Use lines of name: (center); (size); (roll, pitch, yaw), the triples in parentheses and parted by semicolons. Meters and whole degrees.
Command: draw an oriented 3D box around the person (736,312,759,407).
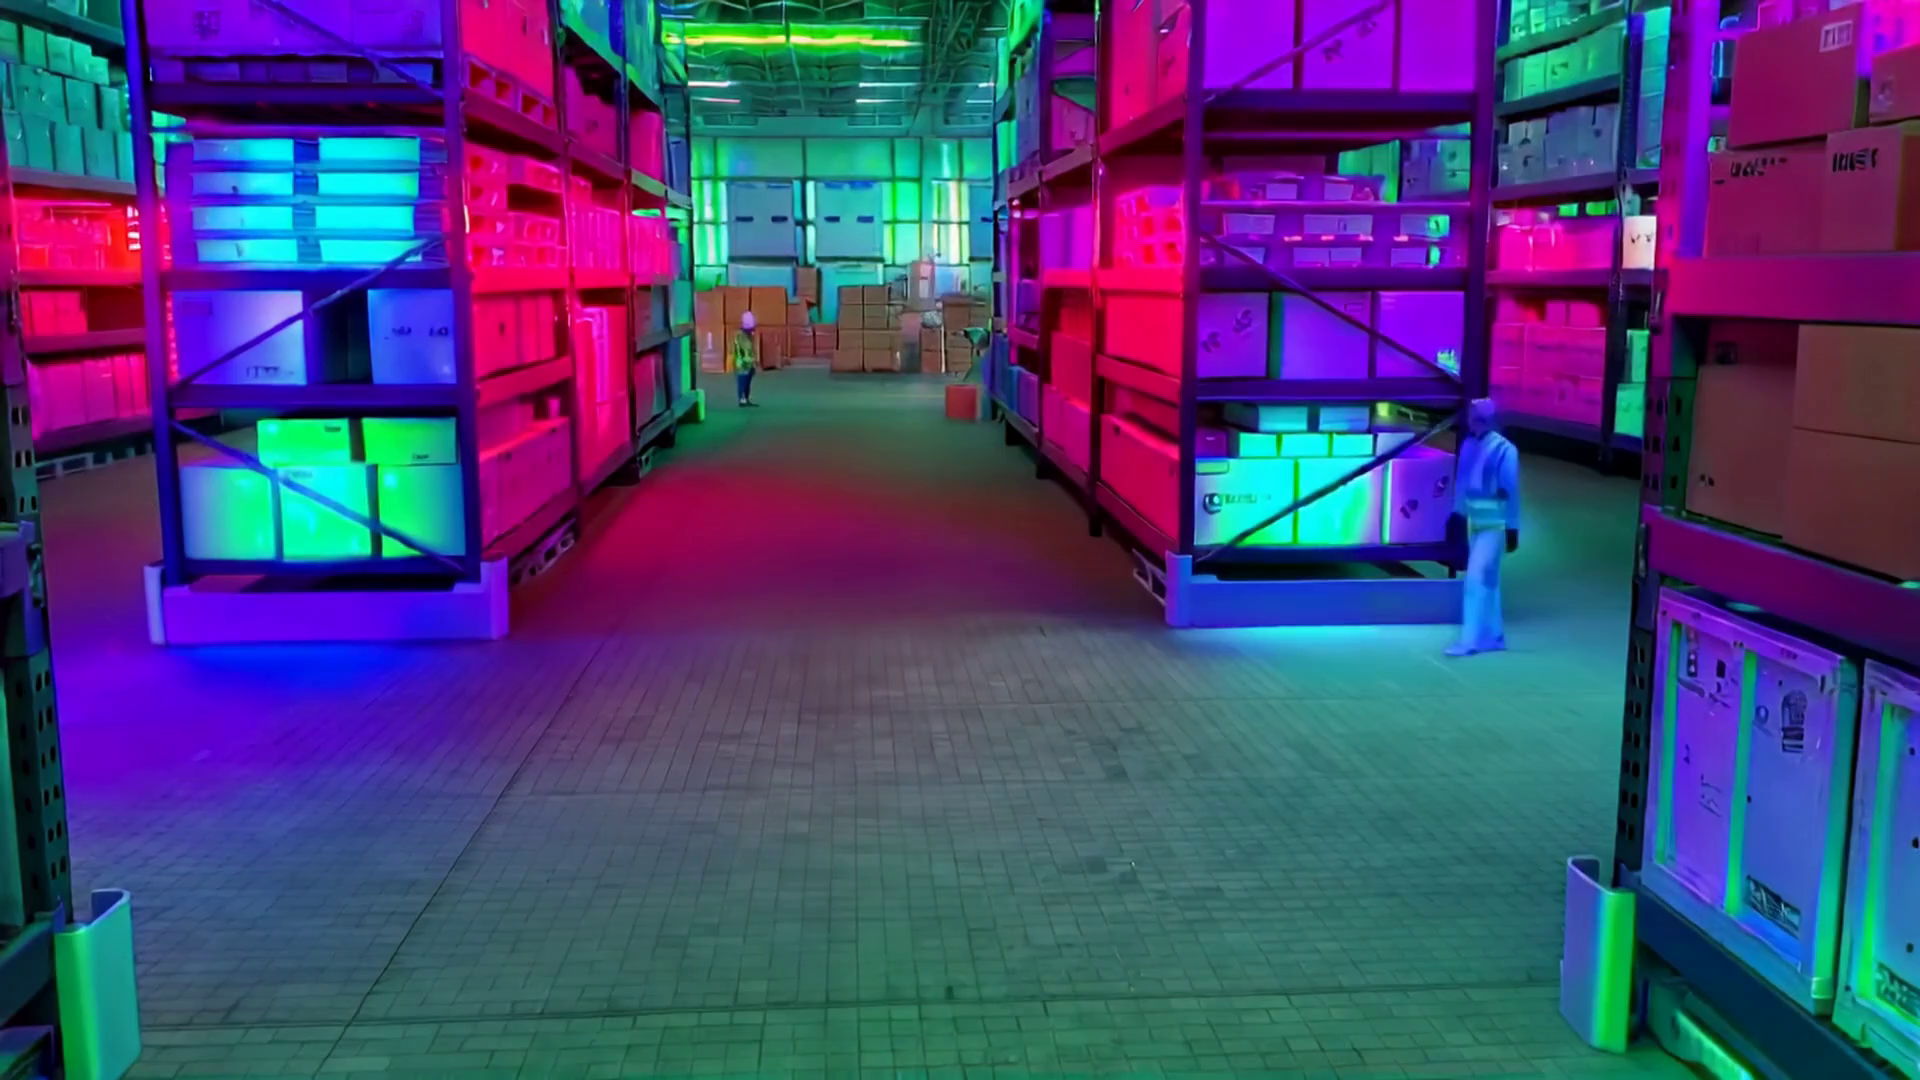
person: (-3.806, -3.226, 29.782); (0.316, 1.700, 0.541); (3, 10, 19)

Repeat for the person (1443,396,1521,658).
person: (3.160, -0.074, 10.248); (0.647, 1.615, 0.542); (-3, 9, -16)

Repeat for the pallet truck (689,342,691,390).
pallet truck: (-5.225, -3.008, 27.480); (1.885, 1.965, 0.823); (2, 9, 14)

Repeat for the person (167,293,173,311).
person: (-29.651, -8.604, 62.676); (0.406, 1.987, 0.608); (-1, 9, -8)

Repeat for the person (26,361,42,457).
person: (-8.353, -0.925, 14.619); (0.646, 1.929, 0.536); (1, 9, 8)

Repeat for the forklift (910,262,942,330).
forklift: (-1.289, -8.359, 58.319); (1.129, 2.768, 1.873); (-9, 12, -43)

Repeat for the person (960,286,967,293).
person: (0.226, -9.164, 66.386); (0.495, 1.924, 0.557); (3, 9, 17)
